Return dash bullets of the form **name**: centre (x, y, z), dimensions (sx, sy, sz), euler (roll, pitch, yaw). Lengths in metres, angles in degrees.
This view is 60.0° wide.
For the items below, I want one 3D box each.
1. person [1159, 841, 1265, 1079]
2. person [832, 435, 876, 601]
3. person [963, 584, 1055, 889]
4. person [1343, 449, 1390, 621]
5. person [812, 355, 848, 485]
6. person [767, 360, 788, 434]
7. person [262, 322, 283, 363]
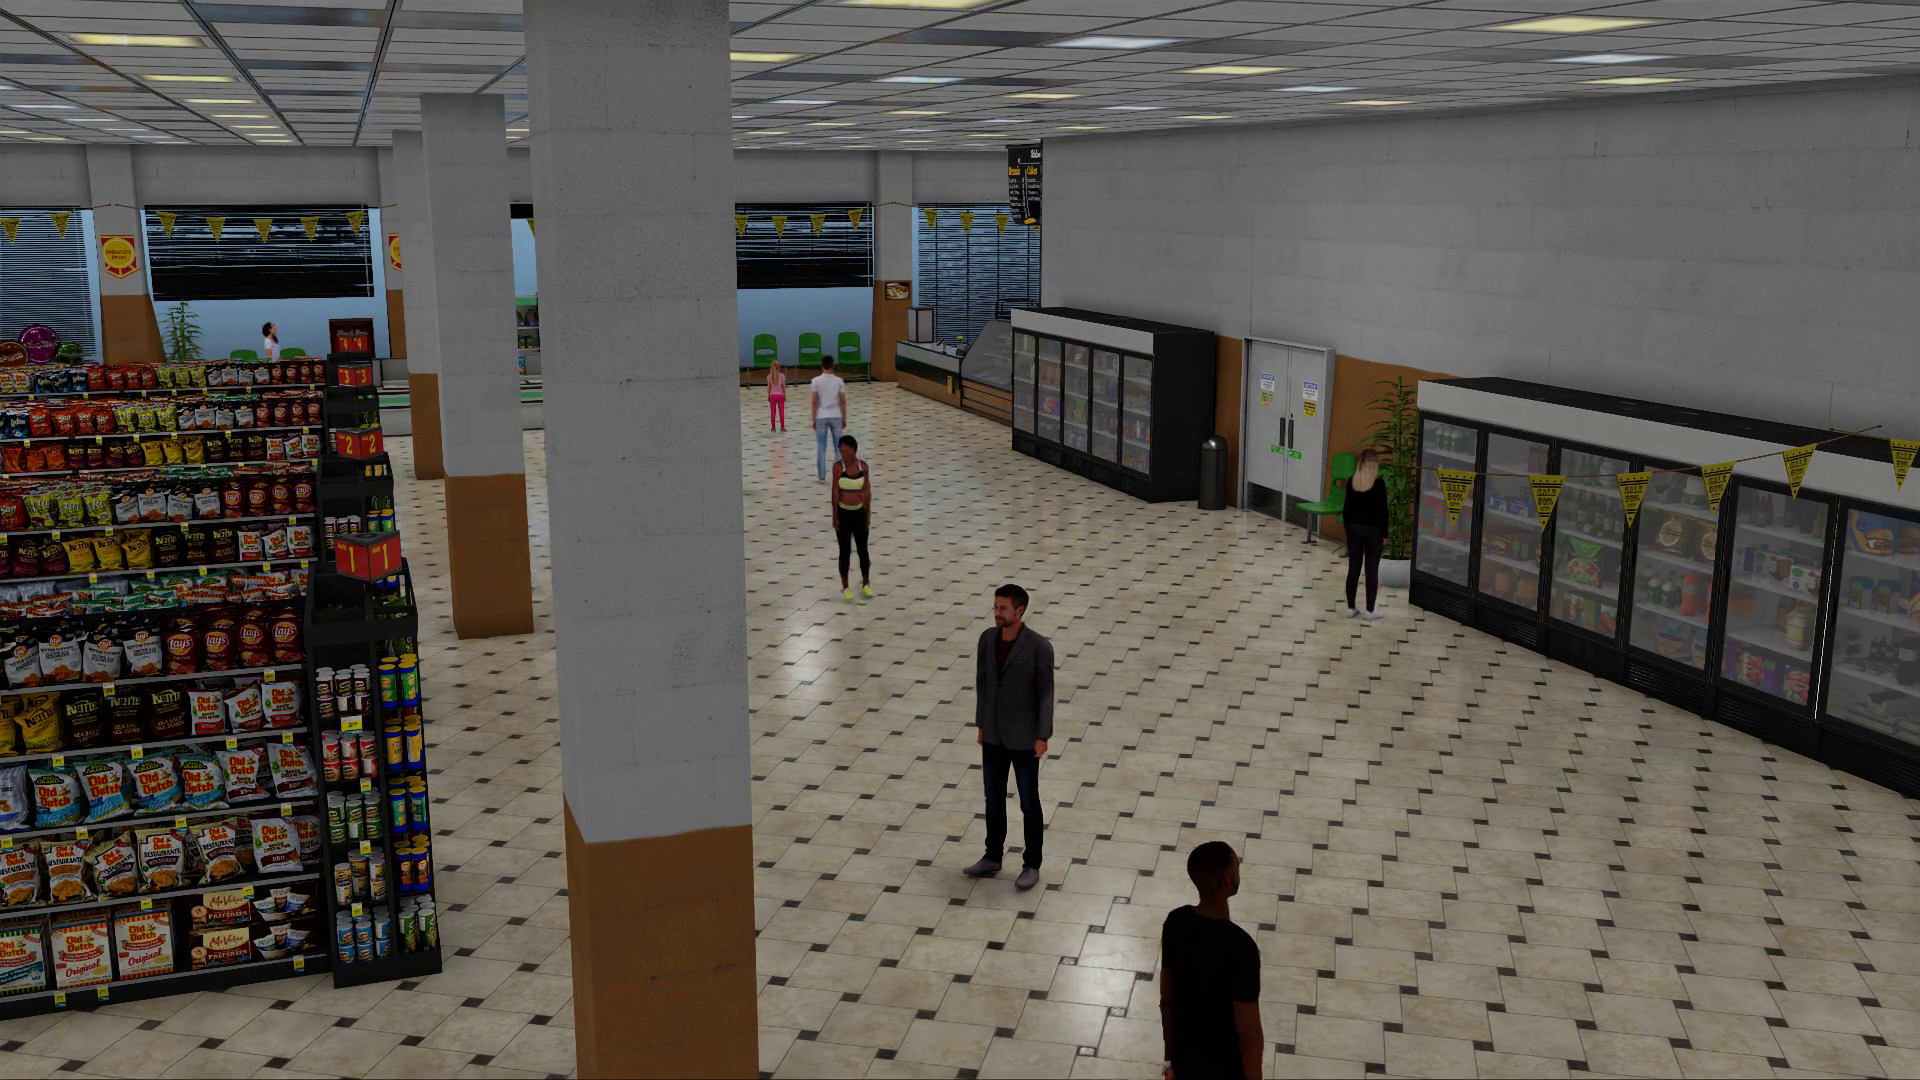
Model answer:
- **person**: centre (0.896, 2.020, 6.260), dimensions (1.001, 1.793, 0.788), euler (-8, 14, -33)
- **person**: centre (-1.132, -0.231, 17.111), dimensions (0.630, 1.726, 0.677), euler (-5, 13, -24)
- **person**: centre (0.313, 1.171, 10.100), dimensions (0.781, 1.872, 0.805), euler (8, 14, 32)
- **person**: centre (3.987, -0.059, 16.394), dimensions (0.698, 1.685, 0.703), euler (10, 15, 39)
- **person**: centre (-1.888, -1.739, 23.974), dimensions (0.562, 1.850, 0.758), euler (-1, 12, -7)
- **person**: centre (-3.199, -2.515, 29.063), dimensions (0.534, 1.270, 0.615), euler (0, 12, 1)
- **person**: centre (-12.646, -3.053, 30.388), dimensions (1.202, 1.778, 0.703), euler (-3, 12, -15)
